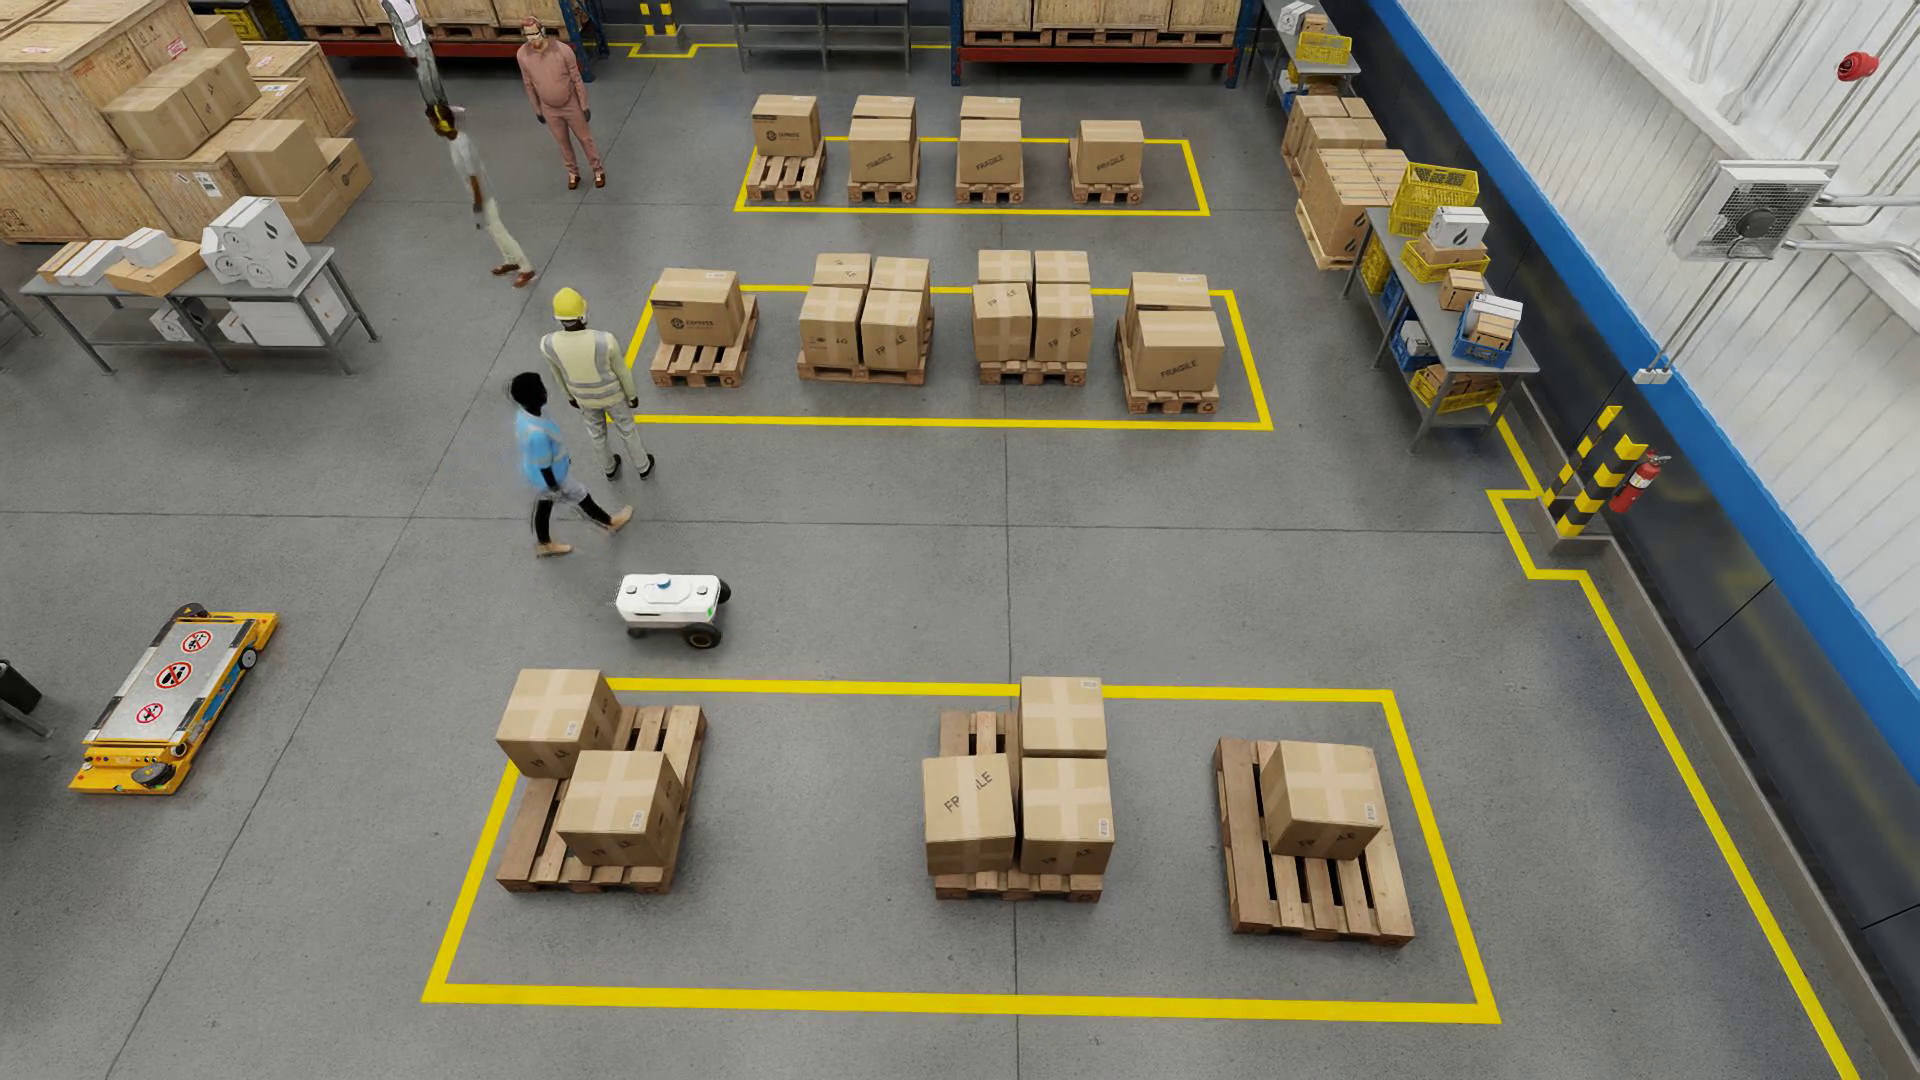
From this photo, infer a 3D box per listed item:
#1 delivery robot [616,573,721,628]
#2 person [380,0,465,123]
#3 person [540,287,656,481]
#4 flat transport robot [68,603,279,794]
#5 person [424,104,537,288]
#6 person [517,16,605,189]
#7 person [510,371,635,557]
[{"bbox_3d":[-2.132,0.432,6.739,0.707,0.478,0.477,1,50,1],"label":"delivery robot"},{"bbox_3d":[-6.906,-6.297,11.613,0.385,1.912,0.593,0,50,0],"label":"person"},{"bbox_3d":[-2.892,-1.199,7.356,0.595,1.825,0.403,-1,50,-1],"label":"person"},{"bbox_3d":[-5.504,1.072,6.442,0.652,0.197,1.431,1,50,1],"label":"flat transport robot"},{"bbox_3d":[-4.790,-3.450,9.260,0.454,1.861,0.555,-25,54,-20],"label":"person"},{"bbox_3d":[-4.581,-4.973,10.502,0.647,1.901,0.402,-4,50,-3],"label":"person"},{"bbox_3d":[-3.054,-0.543,6.901,0.823,1.647,0.542,-28,55,-21],"label":"person"}]
